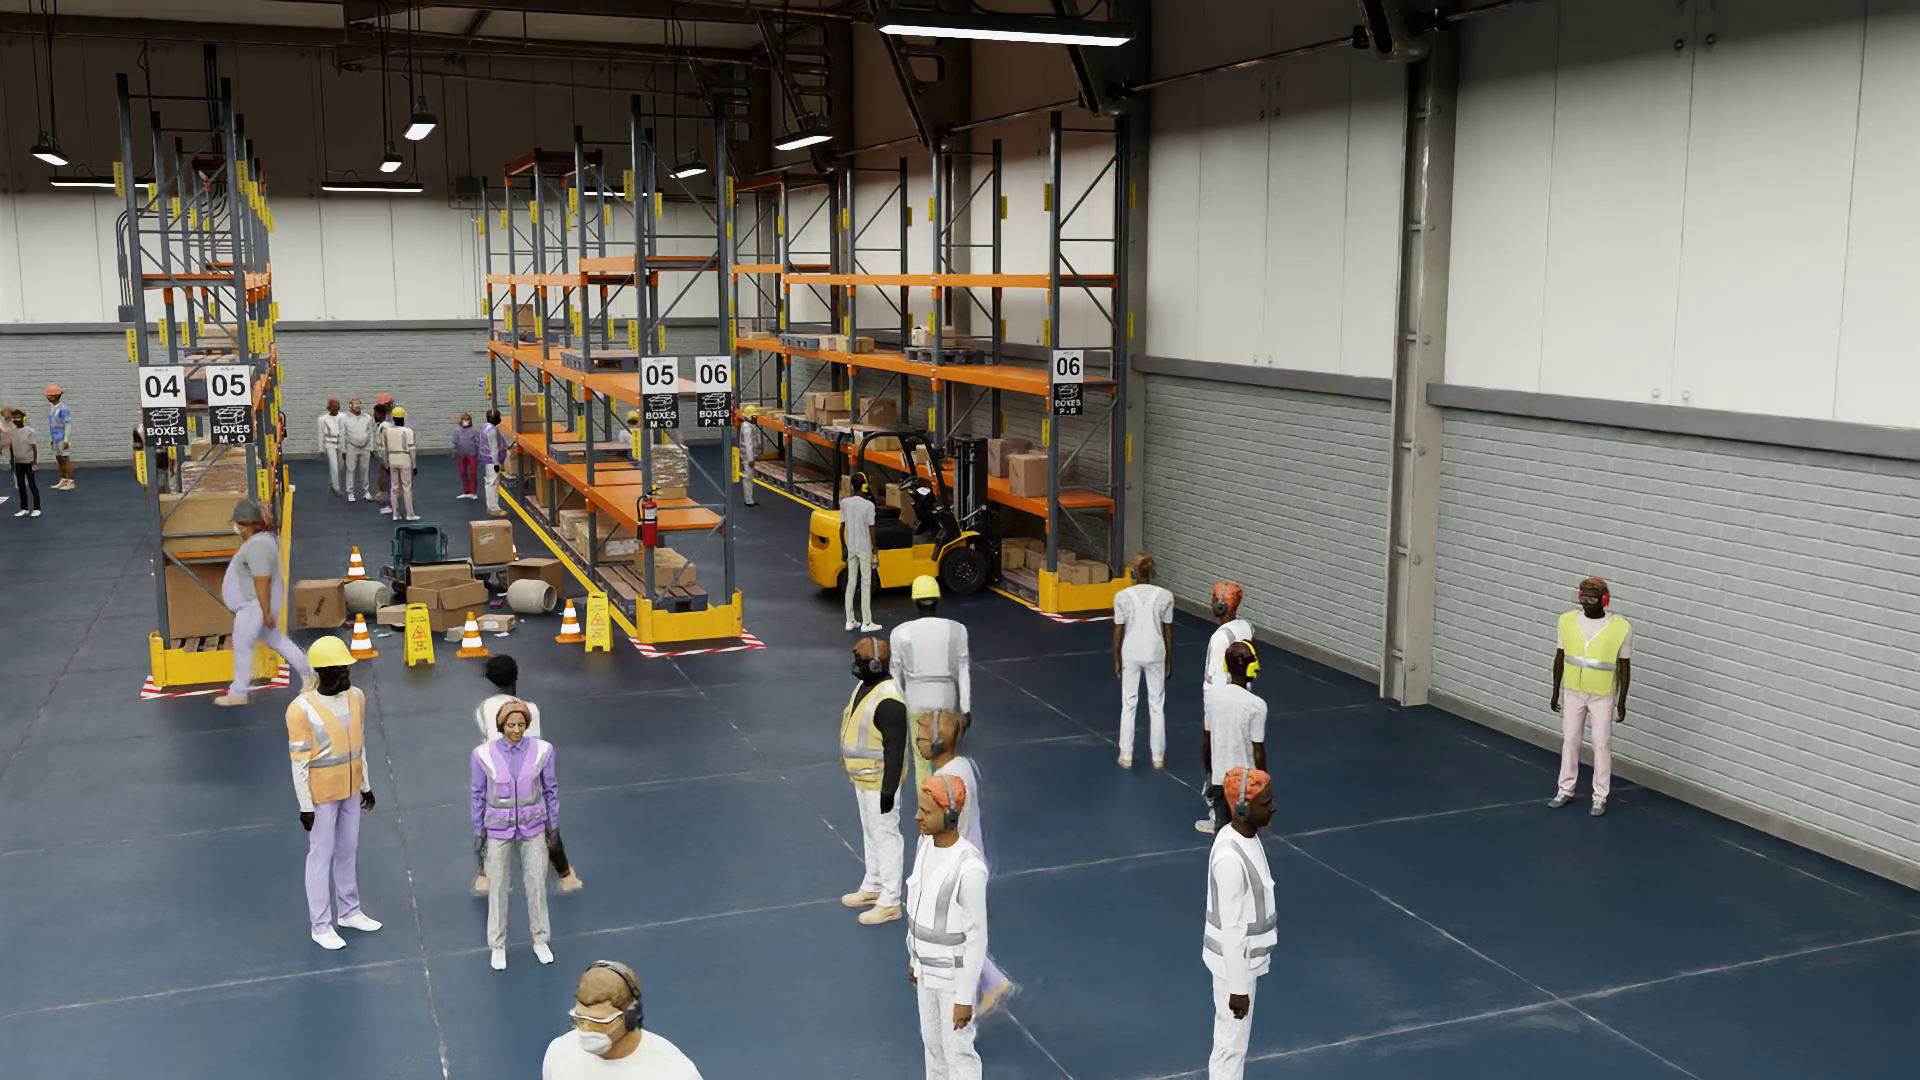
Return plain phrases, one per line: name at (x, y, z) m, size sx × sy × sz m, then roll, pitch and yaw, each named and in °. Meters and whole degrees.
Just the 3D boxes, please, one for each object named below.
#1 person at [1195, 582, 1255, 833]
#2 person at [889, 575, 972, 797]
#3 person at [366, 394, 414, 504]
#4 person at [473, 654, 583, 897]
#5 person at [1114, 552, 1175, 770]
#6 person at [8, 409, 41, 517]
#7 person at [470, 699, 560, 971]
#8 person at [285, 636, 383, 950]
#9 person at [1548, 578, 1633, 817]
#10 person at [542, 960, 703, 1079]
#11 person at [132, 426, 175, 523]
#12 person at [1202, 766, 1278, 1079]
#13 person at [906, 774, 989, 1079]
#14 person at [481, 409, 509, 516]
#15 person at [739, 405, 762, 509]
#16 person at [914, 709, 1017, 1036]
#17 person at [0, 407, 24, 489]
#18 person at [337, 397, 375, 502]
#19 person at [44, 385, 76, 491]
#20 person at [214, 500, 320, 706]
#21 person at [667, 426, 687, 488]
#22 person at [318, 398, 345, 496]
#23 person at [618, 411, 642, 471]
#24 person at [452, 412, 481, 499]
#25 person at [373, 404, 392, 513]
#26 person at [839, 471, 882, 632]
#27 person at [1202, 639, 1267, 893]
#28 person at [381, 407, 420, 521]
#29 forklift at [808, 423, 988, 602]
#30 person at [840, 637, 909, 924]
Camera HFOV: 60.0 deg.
person at (1.970, 1.240, 12.340) m, size 0.356 × 1.883 × 0.572 m, roll 5°, pitch 10°, yaw 30°
person at (-0.241, 1.202, 12.552) m, size 0.612 × 1.889 × 0.839 m, roll -1°, pitch 9°, yaw -7°
person at (-10.299, -1.639, 30.108) m, size 0.728 × 1.987 × 0.869 m, roll 3°, pitch 9°, yaw 18°
person at (-2.913, 1.565, 11.010) m, size 0.569 × 1.671 × 0.526 m, roll 6°, pitch 11°, yaw 33°
person at (1.535, 1.012, 13.940) m, size 0.502 × 1.838 × 0.341 m, roll 1°, pitch 9°, yaw 6°
person at (-16.074, -1.322, 28.541) m, size 0.510 × 1.862 × 0.332 m, roll 1°, pitch 9°, yaw 8°
person at (-2.654, 1.747, 9.944) m, size 0.514 × 1.634 × 0.313 m, roll -3°, pitch 10°, yaw -21°
person at (-3.868, 1.541, 10.296) m, size 0.361 × 1.930 × 0.588 m, roll 4°, pitch 10°, yaw 22°
person at (4.842, 1.189, 12.775) m, size 0.570 × 1.843 × 0.372 m, roll 7°, pitch 12°, yaw 38°
person at (-1.113, 2.300, 5.526) m, size 0.627 × 1.933 × 0.367 m, roll 4°, pitch 10°, yaw 26°
person at (-13.359, -1.241, 27.538) m, size 0.684 × 2.017 × 0.503 m, roll -7°, pitch 11°, yaw -37°
person at (1.310, 1.972, 7.731) m, size 0.355 × 1.882 × 0.575 m, roll 2°, pitch 9°, yaw 13°
person at (-0.078, 1.989, 7.629) m, size 0.355 × 1.883 × 0.575 m, roll -5°, pitch 10°, yaw -28°
person at (-8.049, -1.346, 28.744) m, size 0.430 × 1.845 × 0.624 m, roll -4°, pitch 10°, yaw -24°
person at (-3.724, -1.480, 29.608) m, size 0.403 × 1.835 × 0.586 m, roll -2°, pitch 9°, yaw -9°
person at (-0.013, 1.806, 8.934) m, size 0.469 × 1.831 × 0.530 m, roll 1°, pitch 9°, yaw 8°
person at (-18.308, -1.771, 32.122) m, size 0.526 × 1.599 × 0.739 m, roll -2°, pitch 9°, yaw -14°
person at (-11.059, -1.665, 30.537) m, size 0.641 × 1.913 × 0.407 m, roll -8°, pitch 12°, yaw -43°
person at (-17.335, -1.960, 31.974) m, size 0.612 × 2.041 × 0.394 m, roll 7°, pitch 11°, yaw 37°
person at (-6.711, 0.567, 16.079) m, size 0.940 × 2.000 × 0.682 m, roll -2°, pitch 9°, yaw -12°
person at (-5.507, -1.820, 32.075) m, size 0.504 × 1.722 × 0.576 m, roll -7°, pitch 11°, yaw -37°
person at (-11.812, -1.767, 31.368) m, size 0.595 × 1.861 × 0.732 m, roll -8°, pitch 12°, yaw -41°
person at (-5.805, -1.419, 29.467) m, size 0.548 × 1.744 × 0.653 m, roll -4°, pitch 10°, yaw -22°
person at (-9.119, -1.553, 30.746) m, size 0.538 × 1.622 × 0.337 m, roll 0°, pitch 9°, yaw 1°
person at (-9.996, -1.419, 29.018) m, size 0.393 × 1.909 × 0.584 m, roll -3°, pitch 9°, yaw -18°
person at (-1.160, 0.134, 19.345) m, size 0.531 × 1.869 × 0.310 m, roll 6°, pitch 11°, yaw 33°
person at (1.747, 1.548, 10.475) m, size 0.348 × 1.860 × 0.517 m, roll -7°, pitch 12°, yaw -39°
person at (-9.428, -1.276, 28.031) m, size 0.584 × 1.928 × 0.373 m, roll 2°, pitch 9°, yaw 10°
forklift at (-0.830, -0.399, 21.676) m, size 2.313 × 2.155 × 1.214 m, roll -4°, pitch 10°, yaw -21°
person at (-0.550, 1.527, 10.665) m, size 0.430 × 1.844 × 0.621 m, roll -3°, pitch 10°, yaw -19°
